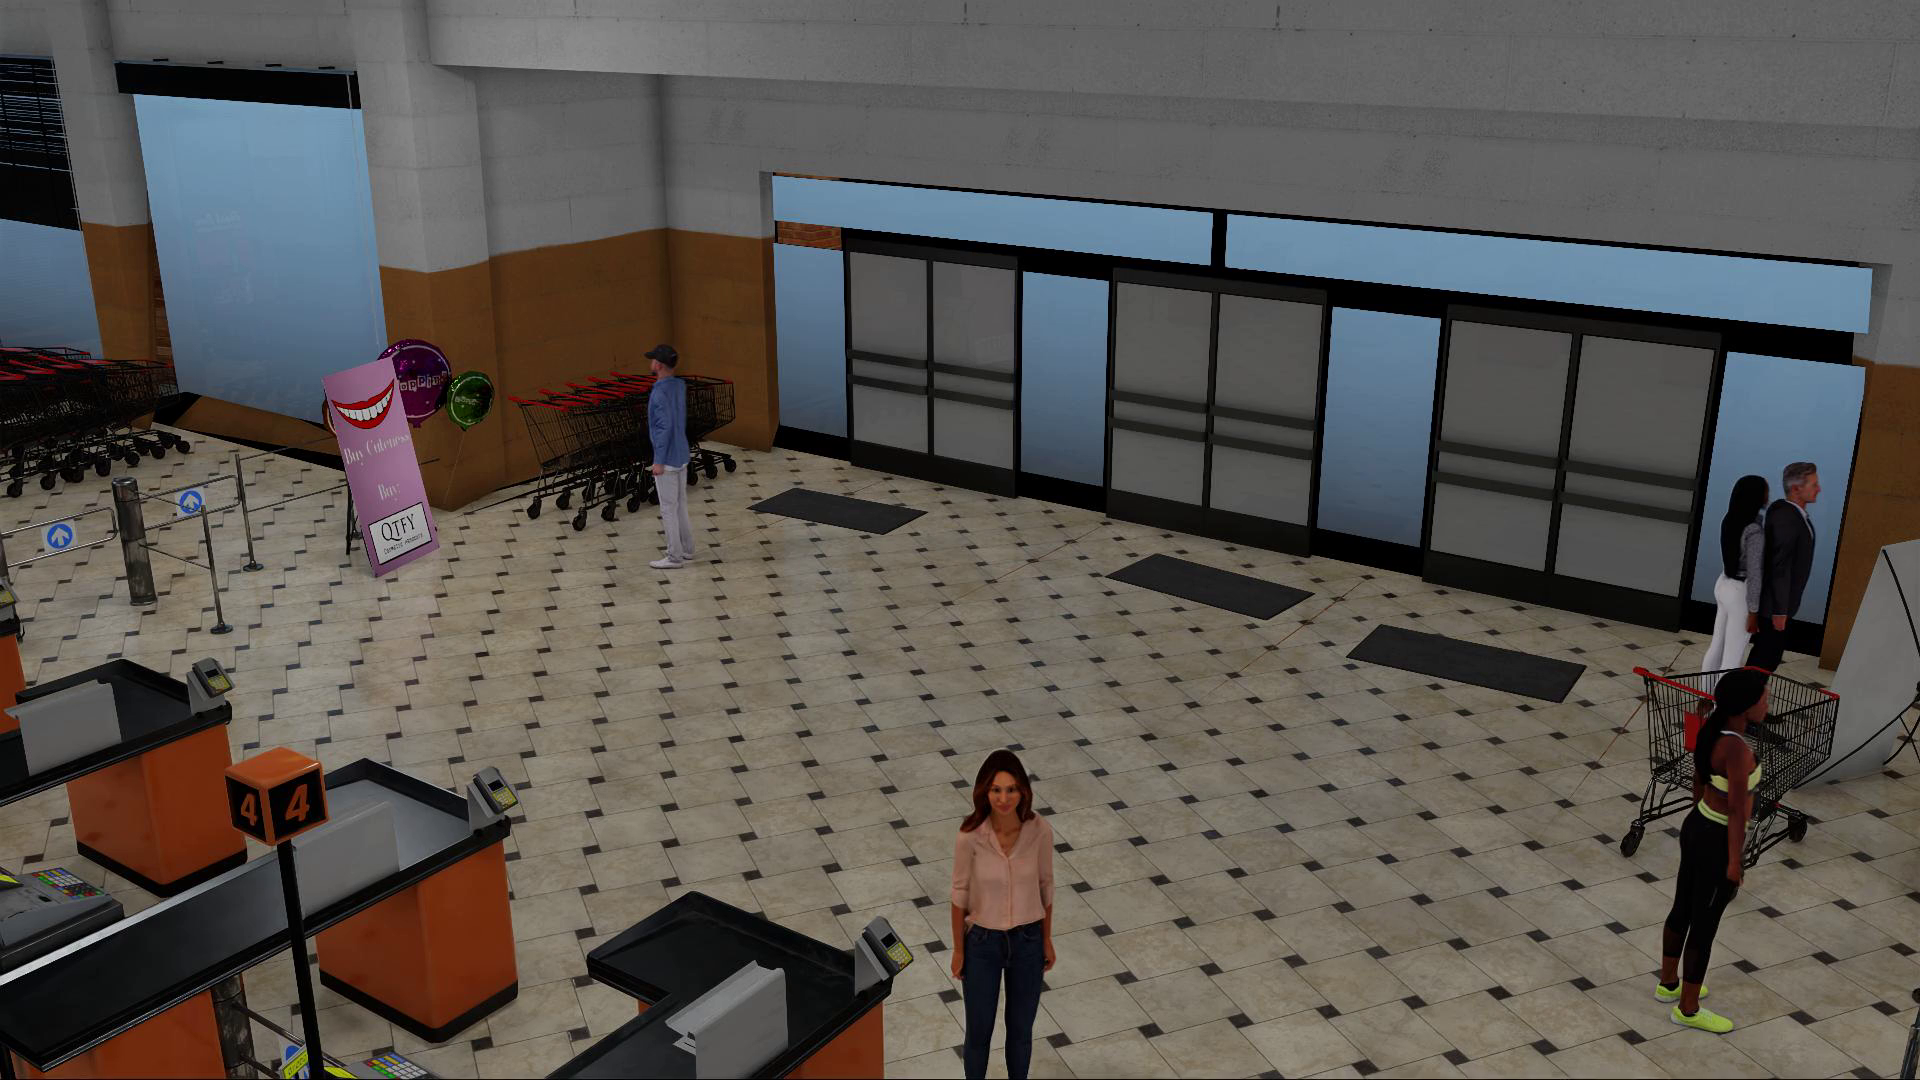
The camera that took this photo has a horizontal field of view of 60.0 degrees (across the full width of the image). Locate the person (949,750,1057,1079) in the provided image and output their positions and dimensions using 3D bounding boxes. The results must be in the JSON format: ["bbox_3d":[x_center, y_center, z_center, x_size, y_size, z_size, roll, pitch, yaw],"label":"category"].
[{"bbox_3d":[0.177,1.682,6.905,0.667,1.791,0.723,-3,19,-9],"label":"person"}]

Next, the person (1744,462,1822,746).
[{"bbox_3d":[5.278,0.369,10.725,0.829,1.839,0.594,8,20,22],"label":"person"}]

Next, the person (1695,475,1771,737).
[{"bbox_3d":[5.048,0.403,10.802,0.738,1.723,0.622,1,19,4],"label":"person"}]

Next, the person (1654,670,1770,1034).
[{"bbox_3d":[3.481,1.423,7.732,0.703,1.754,0.603,1,19,2],"label":"person"}]

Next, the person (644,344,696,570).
[{"bbox_3d":[-2.411,-0.696,13.808,0.783,1.887,0.619,5,19,14],"label":"person"}]
